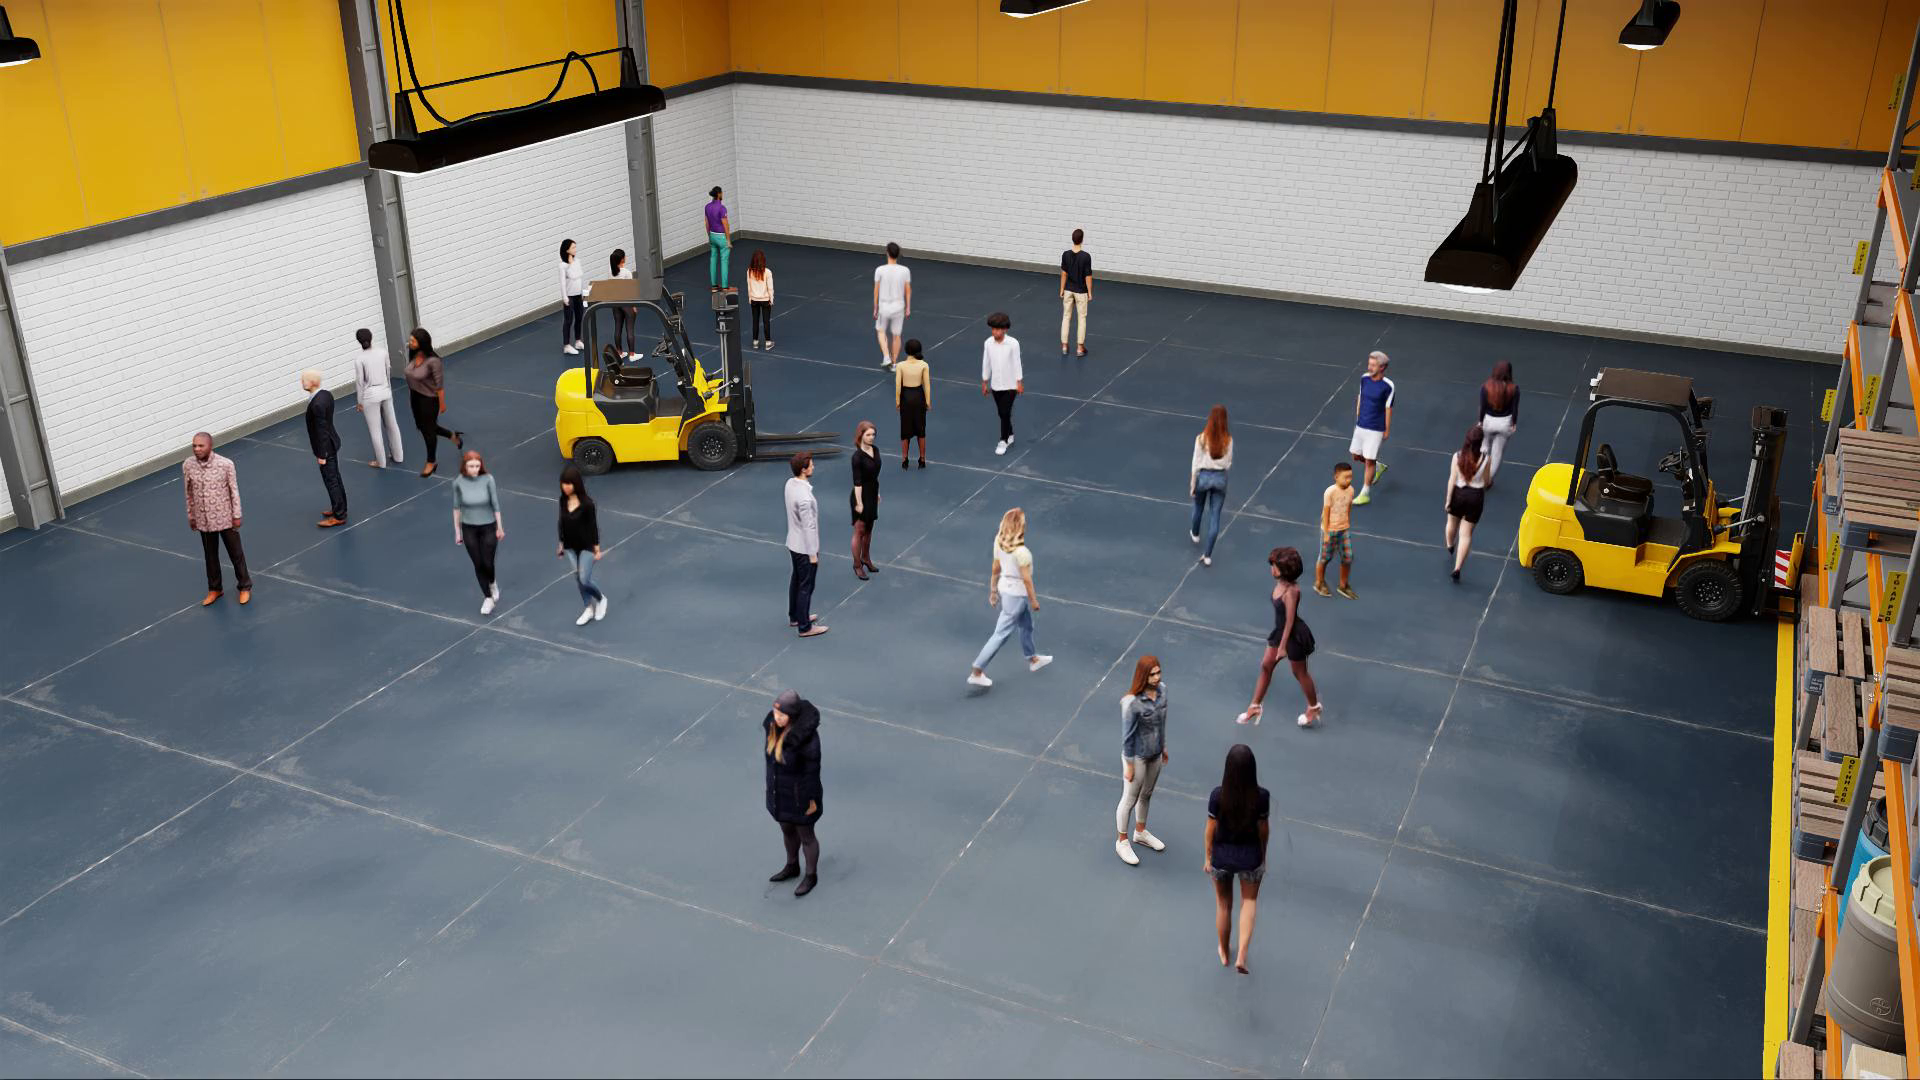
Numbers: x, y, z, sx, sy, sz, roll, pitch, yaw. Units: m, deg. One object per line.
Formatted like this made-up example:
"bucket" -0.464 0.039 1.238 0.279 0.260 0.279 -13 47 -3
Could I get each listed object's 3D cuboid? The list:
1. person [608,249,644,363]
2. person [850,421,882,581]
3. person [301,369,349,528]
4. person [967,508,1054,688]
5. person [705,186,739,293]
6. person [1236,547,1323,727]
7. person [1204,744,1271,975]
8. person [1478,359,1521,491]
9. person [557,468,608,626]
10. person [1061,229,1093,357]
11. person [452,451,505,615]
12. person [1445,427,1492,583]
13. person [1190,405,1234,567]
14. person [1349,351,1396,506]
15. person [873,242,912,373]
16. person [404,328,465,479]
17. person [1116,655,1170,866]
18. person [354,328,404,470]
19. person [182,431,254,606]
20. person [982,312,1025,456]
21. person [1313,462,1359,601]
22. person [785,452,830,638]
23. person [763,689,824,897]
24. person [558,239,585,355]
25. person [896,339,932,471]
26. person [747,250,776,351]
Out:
"person" -4.907 -3.431 24.227 0.560 1.647 0.508 10 26 22
"person" -0.991 -0.428 17.285 0.654 1.703 0.450 12 26 26
"person" -7.090 -1.047 18.582 0.838 1.799 0.738 -5 24 -10
"person" 0.410 0.570 15.033 1.270 1.679 1.075 -14 27 -29
"person" -4.016 -4.997 27.659 0.657 1.766 0.597 15 28 31
"person" 2.913 0.853 14.308 0.999 1.740 1.009 -3 24 -6
"person" 1.867 2.206 11.194 0.727 1.756 0.853 2 24 5
"person" 6.274 -1.322 19.461 0.609 1.599 0.603 9 25 19
"person" -3.685 0.029 16.324 0.551 1.635 0.586 11 26 23
"person" 1.710 -3.646 24.461 0.625 1.852 0.531 10 26 23
"person" -4.754 -0.115 16.534 0.749 1.730 0.792 -2 24 -4
"person" 5.236 -0.335 17.188 0.694 1.610 1.100 5 24 12
"person" 2.669 -0.554 17.581 0.817 1.697 1.105 1 24 3
"person" 4.797 -1.314 19.165 1.056 1.821 0.888 -18 29 -35
"person" -0.960 -3.275 23.622 0.838 1.845 0.872 -5 24 -12
"person" -6.341 -1.685 20.015 0.763 1.821 1.069 15 28 31
"person" 1.377 1.624 12.594 0.589 1.701 0.746 -20 31 -38
"person" -7.098 -1.739 20.244 0.734 1.736 0.559 18 29 35
"person" -7.479 -0.239 16.723 0.771 1.808 0.771 -2 24 -4
"person" 0.587 -1.988 20.770 0.647 1.772 0.833 11 26 24
"person" 3.763 -0.126 16.912 0.741 1.449 0.796 -9 25 -20
"person" -1.524 0.031 16.055 0.804 1.848 0.747 -9 25 -19
"person" -1.205 1.823 12.173 0.742 1.674 0.735 19 30 37
"person" -5.740 -3.613 24.578 0.671 1.697 0.464 11 26 24
"person" -0.577 -1.647 20.141 0.661 1.650 0.674 -1 24 -3
"person" -2.976 -3.590 24.797 0.585 1.481 0.527 7 25 16
